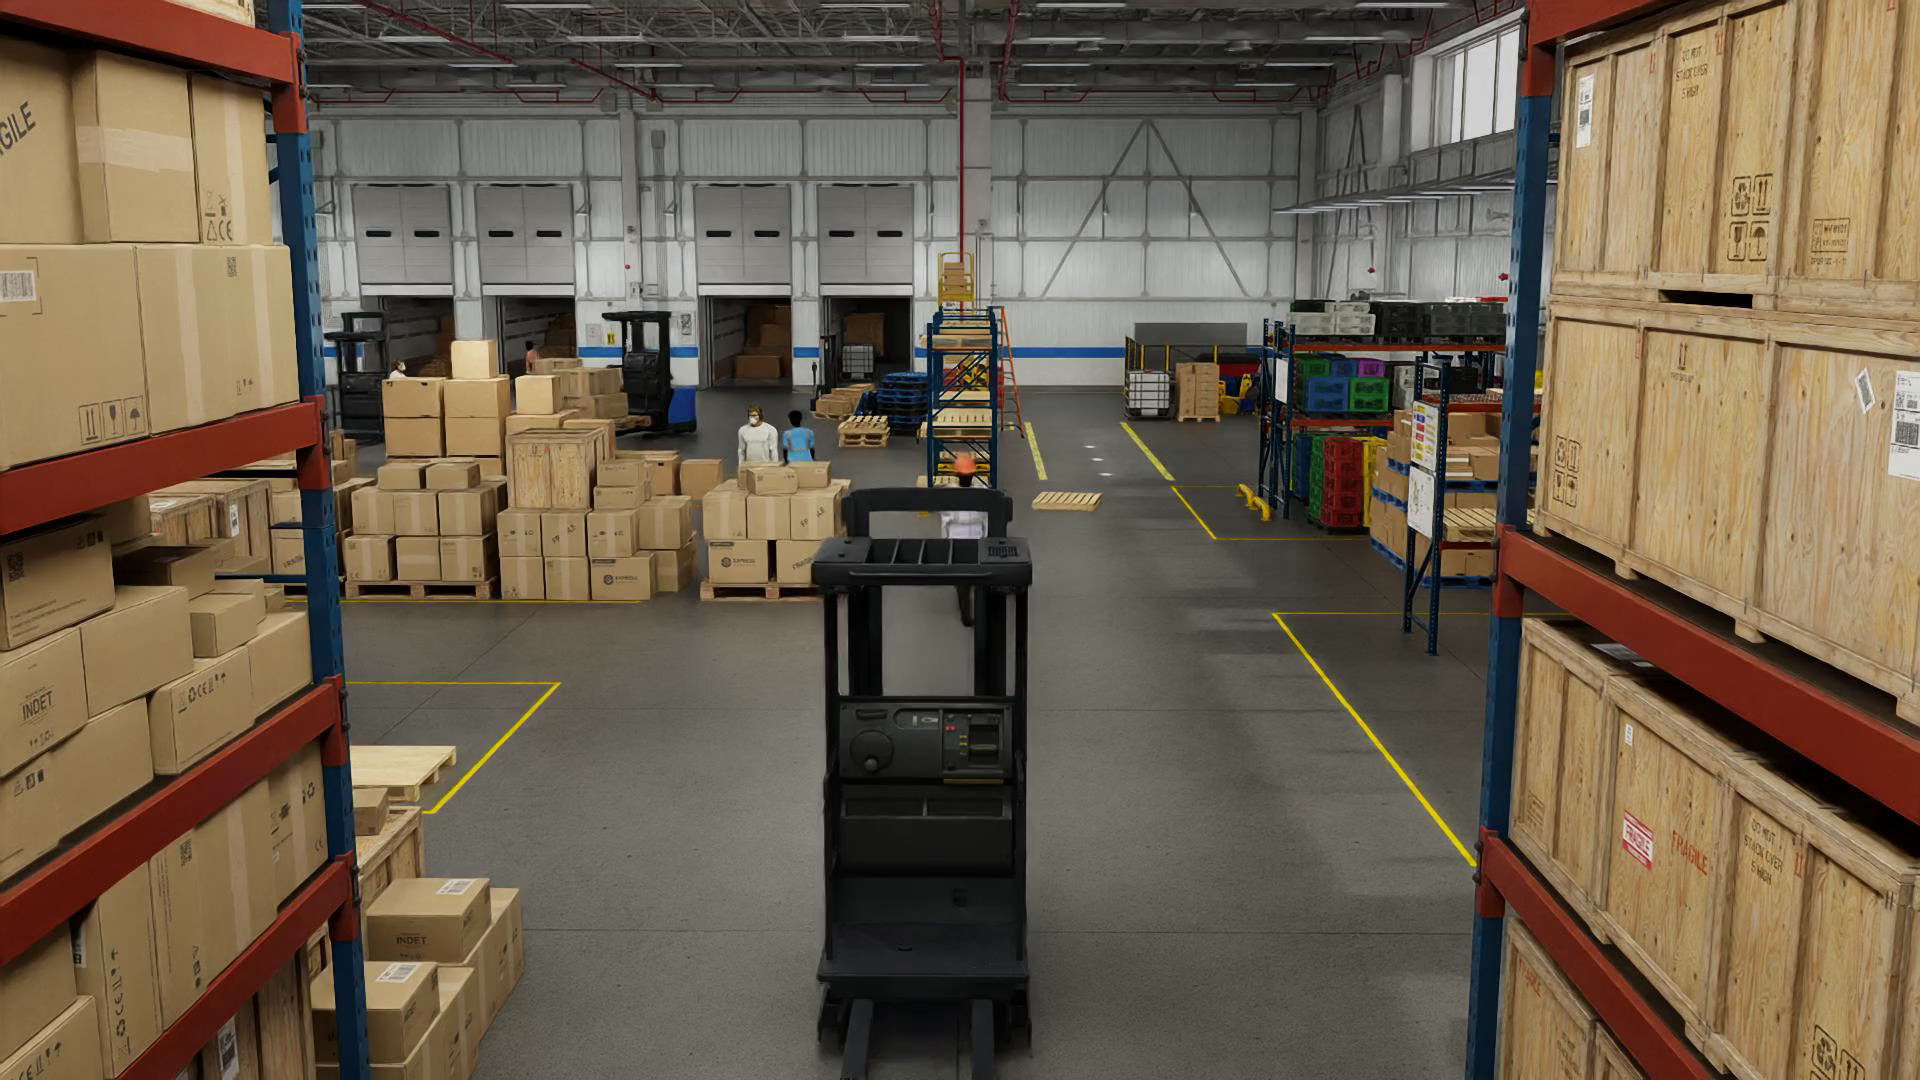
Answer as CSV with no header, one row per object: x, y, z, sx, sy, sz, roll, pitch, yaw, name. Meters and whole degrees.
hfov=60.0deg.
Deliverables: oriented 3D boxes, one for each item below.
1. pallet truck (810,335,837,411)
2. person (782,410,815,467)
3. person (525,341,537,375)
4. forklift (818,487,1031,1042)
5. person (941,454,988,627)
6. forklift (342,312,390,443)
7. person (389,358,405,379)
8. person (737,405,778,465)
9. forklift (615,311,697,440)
-3.021,-4.312,43.126,1.885,1.965,0.823,3,10,17,pallet truck
-2.535,-1.220,26.216,0.531,1.670,0.796,-2,10,-13,person
-12.041,-4.795,46.903,0.880,1.656,0.532,2,10,12,person
-0.177,1.101,9.352,1.129,2.768,1.873,0,10,1,forklift
0.060,-0.013,18.538,0.569,1.926,0.550,-3,10,-16,person
-12.964,-3.605,36.499,1.129,2.768,1.873,0,10,1,forklift
-11.690,-2.827,34.730,0.373,1.940,0.629,0,10,-2,person
-2.955,-1.022,24.365,0.627,1.929,0.368,3,10,15,person
-6.885,-3.733,37.240,1.129,2.768,1.873,5,11,29,forklift
